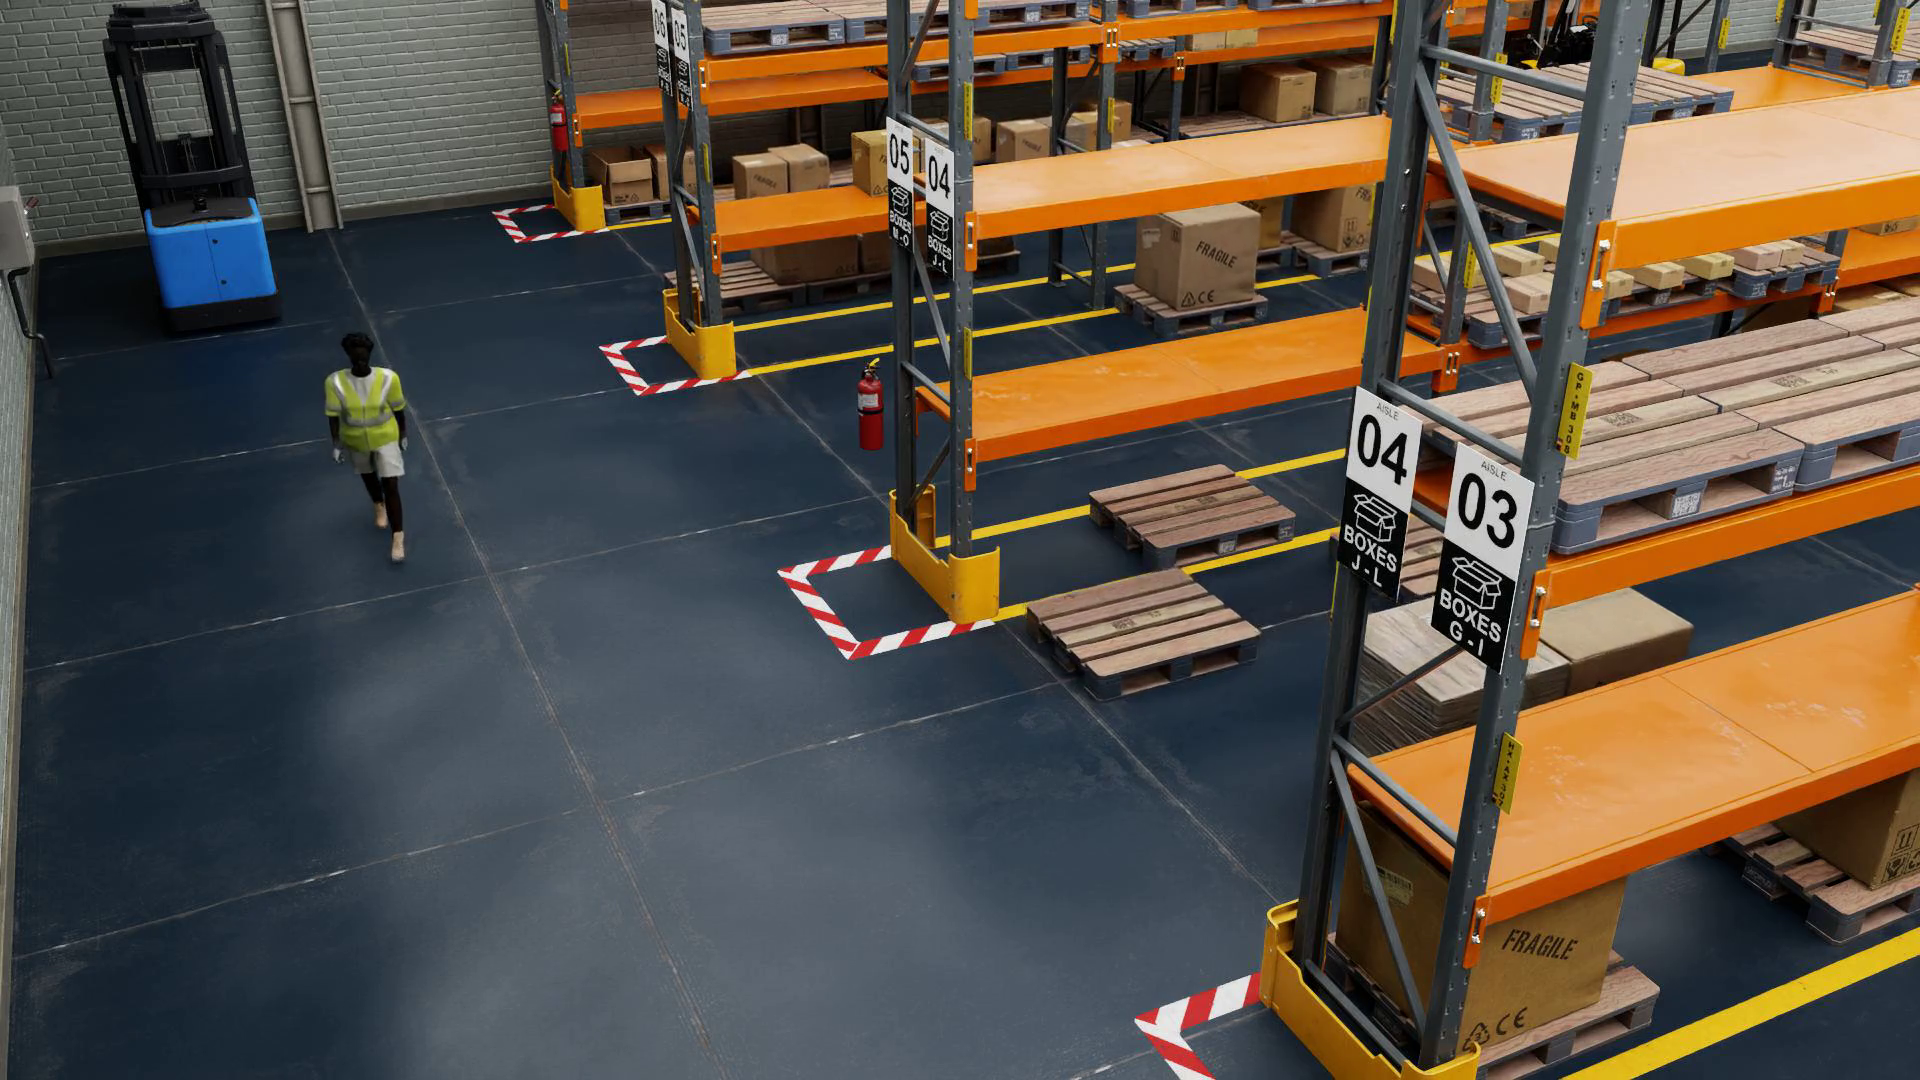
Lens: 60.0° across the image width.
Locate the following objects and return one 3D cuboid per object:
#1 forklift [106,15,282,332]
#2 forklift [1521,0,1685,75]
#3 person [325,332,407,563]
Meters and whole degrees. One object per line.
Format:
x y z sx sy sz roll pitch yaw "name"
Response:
-7.548 -3.672 16.323 1.129 2.768 1.873 -12 30 -22 "forklift"
8.950 -6.807 23.056 1.214 2.155 2.313 -12 30 -22 "forklift"
-4.251 -0.731 11.997 0.534 1.650 0.883 -5 28 -10 "person"
